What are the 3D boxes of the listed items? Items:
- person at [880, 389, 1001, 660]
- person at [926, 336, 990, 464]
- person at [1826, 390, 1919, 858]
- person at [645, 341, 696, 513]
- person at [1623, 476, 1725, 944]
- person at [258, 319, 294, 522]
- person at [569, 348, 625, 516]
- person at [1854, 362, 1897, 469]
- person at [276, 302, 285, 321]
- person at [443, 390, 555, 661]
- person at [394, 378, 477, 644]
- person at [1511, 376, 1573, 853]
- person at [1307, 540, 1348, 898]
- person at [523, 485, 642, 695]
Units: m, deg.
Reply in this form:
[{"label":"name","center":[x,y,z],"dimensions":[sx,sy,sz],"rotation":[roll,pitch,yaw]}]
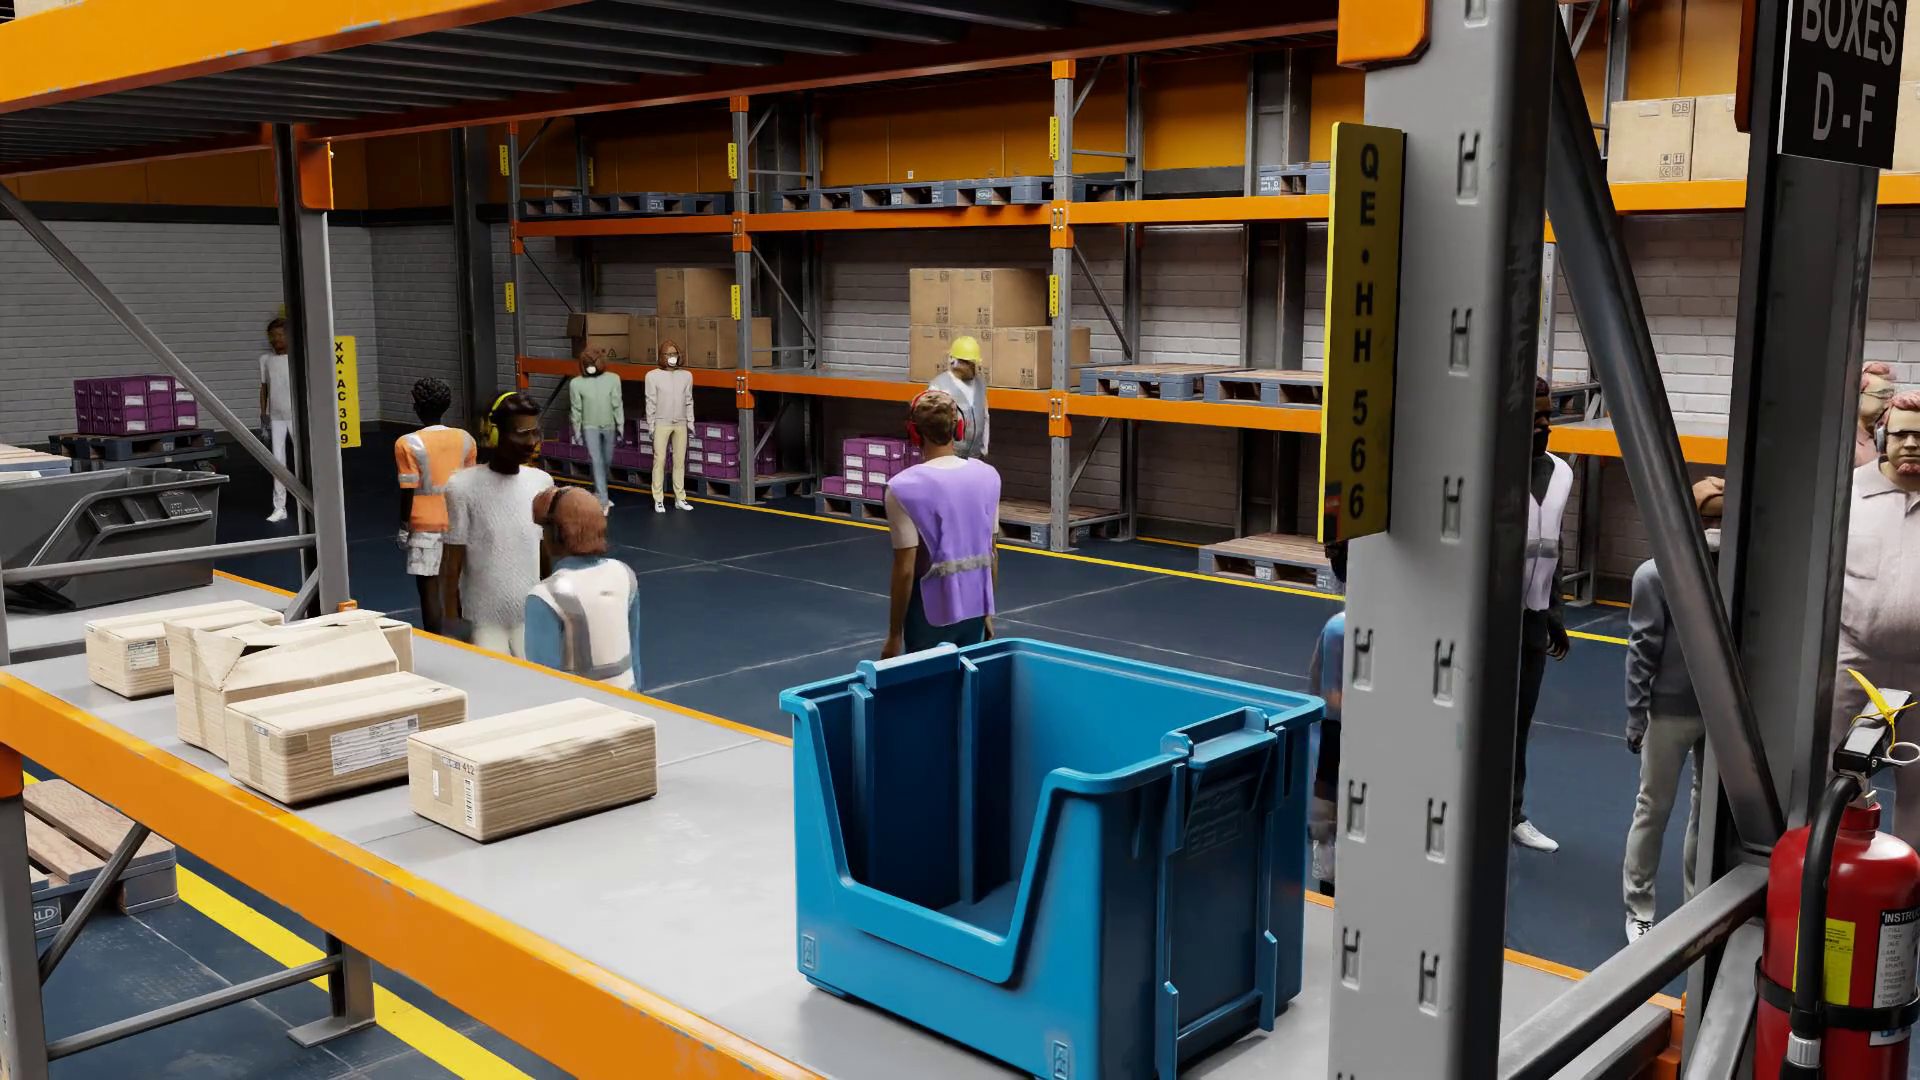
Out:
[{"label":"person","center":[-0.063,0.328,6.612],"dimensions":[0.564,1.841,0.394],"rotation":[-8,12,-42]},{"label":"person","center":[-0.075,-0.746,13.343],"dimensions":[0.632,1.804,0.653],"rotation":[-8,12,-40]},{"label":"person","center":[3.220,0.437,5.742],"dimensions":[0.651,1.906,0.403],"rotation":[4,10,24]},{"label":"person","center":[-2.761,-1.080,15.884],"dimensions":[0.497,1.633,0.284],"rotation":[-6,11,-35]},{"label":"person","center":[2.481,0.597,5.598],"dimensions":[0.509,1.632,0.269],"rotation":[-1,9,-7]},{"label":"person","center":[-6.166,-1.076,15.287],"dimensions":[0.578,1.877,0.596],"rotation":[0,9,-3]},{"label":"person","center":[-3.471,-1.054,15.872],"dimensions":[0.501,1.579,0.830],"rotation":[-4,10,-23]},{"label":"person","center":[4.036,0.142,7.577],"dimensions":[0.400,1.902,0.643],"rotation":[8,12,40]},{"label":"person","center":[-8.769,-2.220,22.144],"dimensions":[0.410,1.887,0.661],"rotation":[2,9,9]},{"label":"person","center":[-1.817,0.333,6.562],"dimensions":[0.446,1.848,0.549],"rotation":[8,12,39]},{"label":"person","center":[-3.011,-0.084,9.579],"dimensions":[0.315,1.696,0.540],"rotation":[7,11,36]},{"label":"person","center":[2.152,0.300,6.545],"dimensions":[0.593,1.920,0.392],"rotation":[-5,11,-30]},{"label":"person","center":[1.192,0.699,4.827],"dimensions":[0.403,1.684,0.535],"rotation":[6,11,33]},{"label":"person","center":[-1.197,0.638,5.378],"dimensions":[0.377,1.624,0.560],"rotation":[4,10,25]}]
